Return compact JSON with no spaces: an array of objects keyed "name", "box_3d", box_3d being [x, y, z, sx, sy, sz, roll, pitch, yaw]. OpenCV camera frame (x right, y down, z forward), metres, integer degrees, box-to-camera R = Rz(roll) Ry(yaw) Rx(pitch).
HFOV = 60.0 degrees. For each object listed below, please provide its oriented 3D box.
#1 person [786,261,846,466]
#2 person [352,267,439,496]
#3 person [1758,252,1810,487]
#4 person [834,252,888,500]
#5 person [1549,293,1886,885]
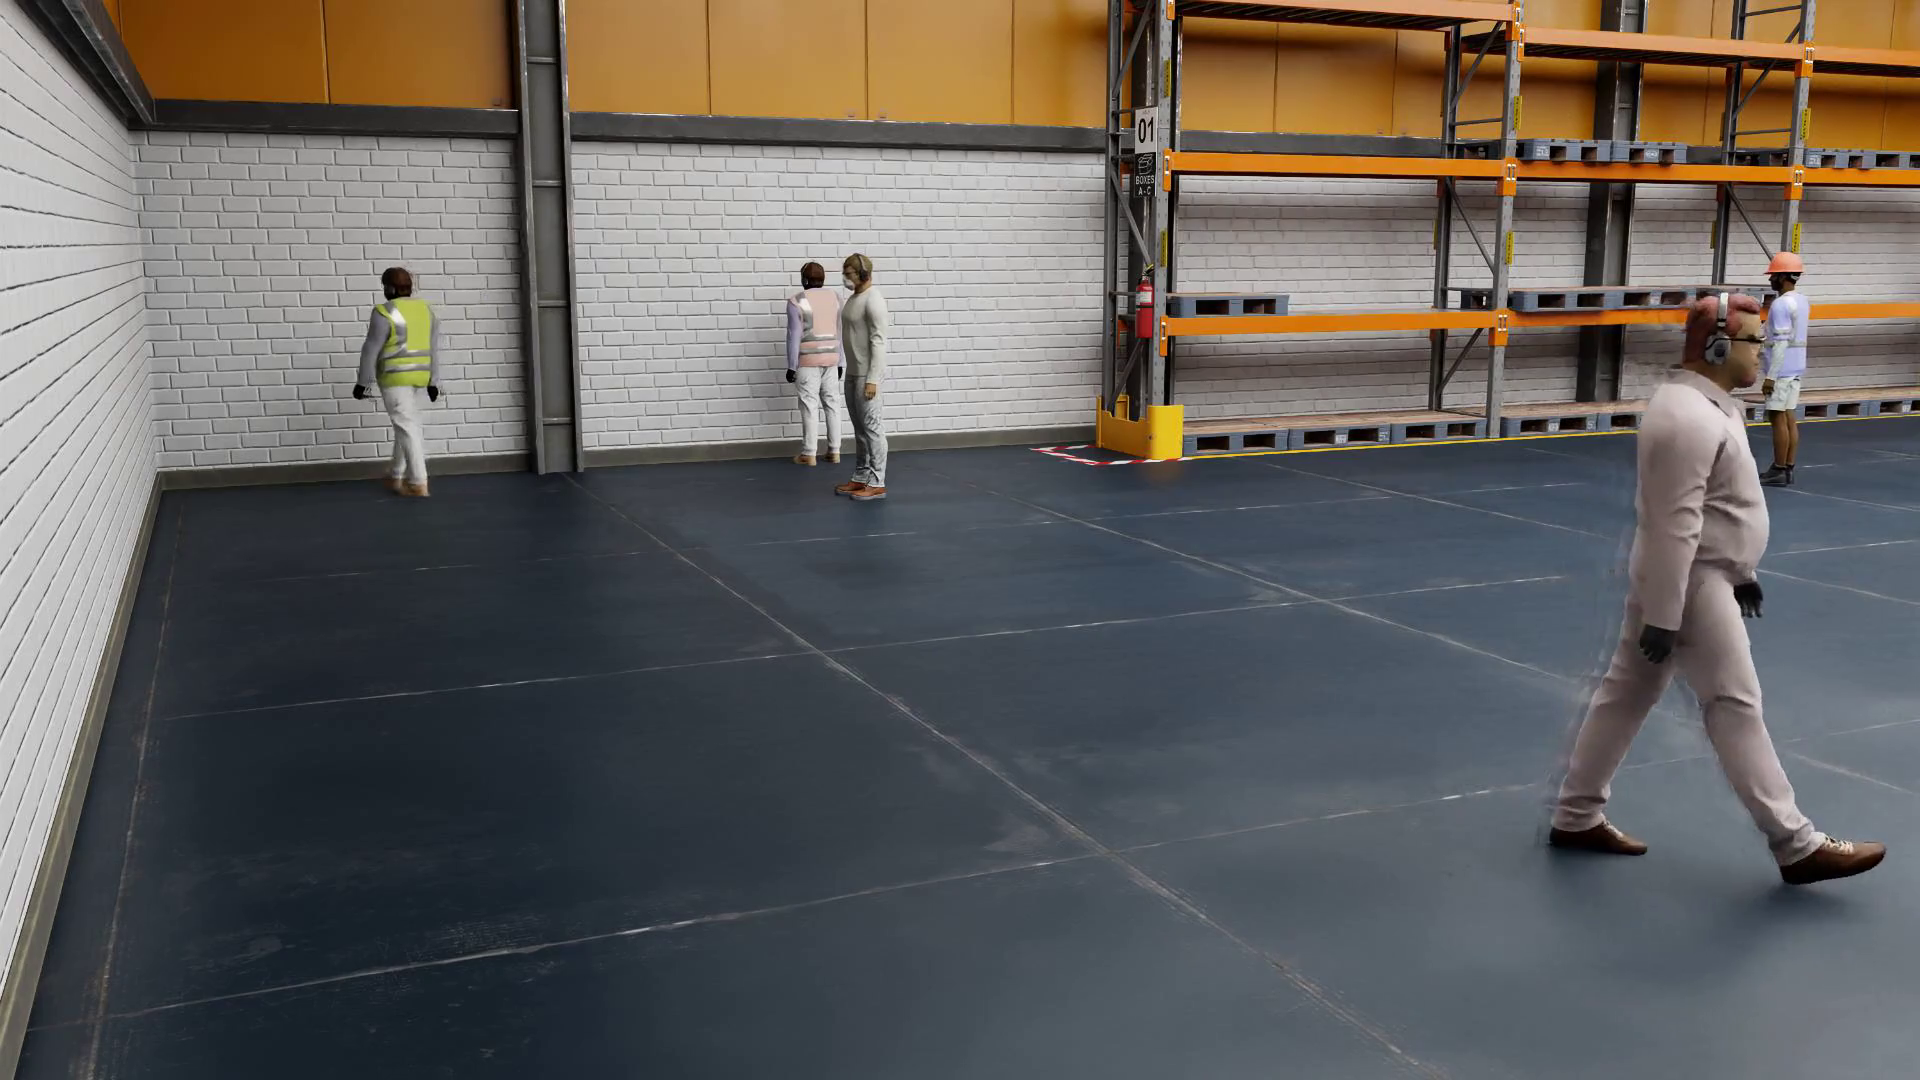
[{"name":"person","box_3d":[-1.322,-1.597,15.111,0.624,1.845,0.430,-8,13,-37]},{"name":"person","box_3d":[-4.576,-1.260,13.328,0.801,1.813,0.633,4,11,23]},{"name":"person","box_3d":[6.782,-1.405,13.774,0.379,1.937,0.548,10,14,44]},{"name":"person","box_3d":[-0.766,-1.286,13.116,0.370,1.938,0.627,-4,11,-23]},{"name":"person","box_3d":[2.411,0.158,5.275,0.992,1.854,0.659,3,11,18]}]
